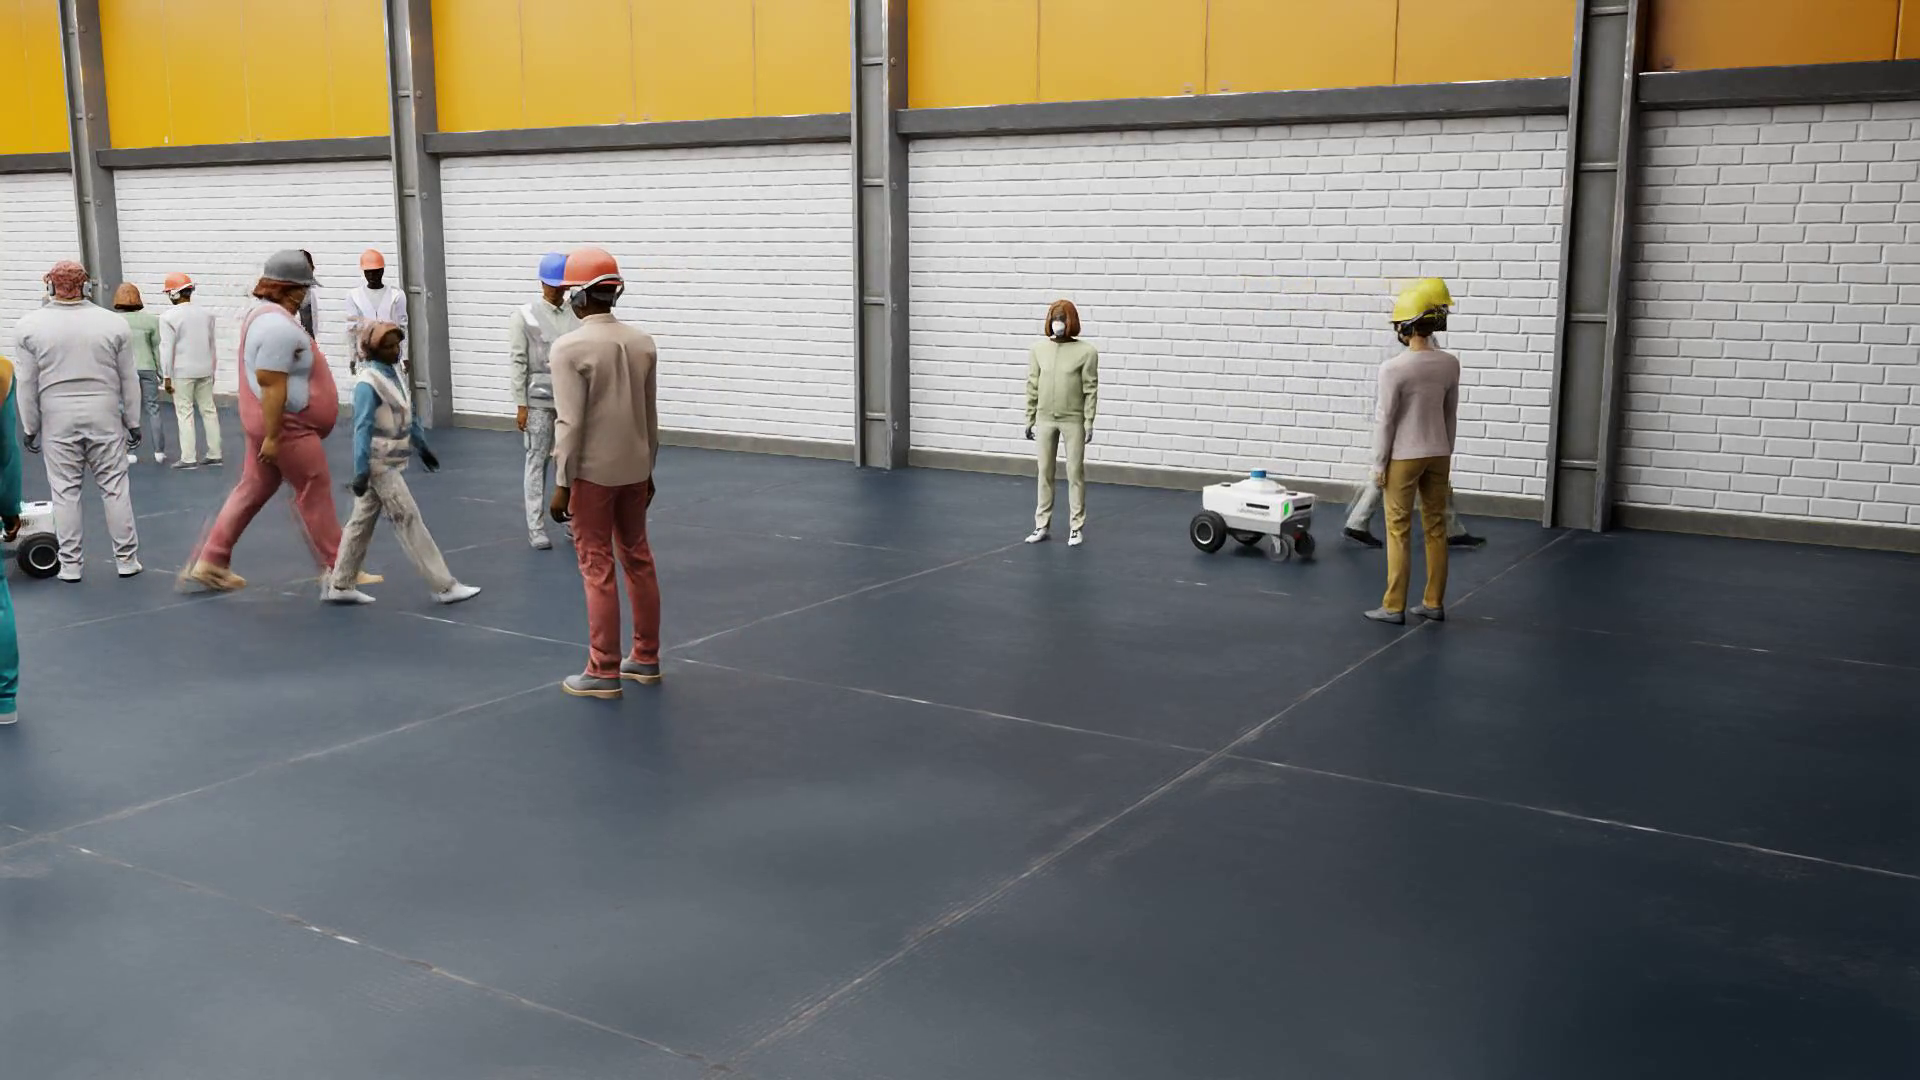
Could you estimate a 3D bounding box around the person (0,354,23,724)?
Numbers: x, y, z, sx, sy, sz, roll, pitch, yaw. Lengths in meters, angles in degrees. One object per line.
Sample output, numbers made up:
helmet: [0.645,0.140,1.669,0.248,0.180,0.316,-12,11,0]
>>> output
person: [-4.131,-0.145,6.811,0.394,1.913,0.592,7,12,33]

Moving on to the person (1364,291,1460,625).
person: [2.386,-0.427,8.790,0.526,1.761,0.339,-5,11,-24]

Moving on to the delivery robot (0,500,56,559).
delivery robot: [-5.803,-0.089,9.980,0.707,0.478,0.477,-6,12,-32]

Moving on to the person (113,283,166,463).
person: [-7.519,-1.517,15.163,0.498,1.633,0.282,-8,13,-36]

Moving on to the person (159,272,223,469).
person: [-6.871,-1.506,14.798,0.349,1.744,0.568,5,11,27]

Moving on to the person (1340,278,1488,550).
person: [2.957,-0.806,10.831,0.942,1.784,0.609,2,10,12]

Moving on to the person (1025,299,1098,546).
person: [0.668,-0.779,11.068,0.500,1.636,0.283,4,11,22]

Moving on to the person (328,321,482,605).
person: [-3.110,-0.406,9.115,0.851,1.582,0.589,-1,10,-7]

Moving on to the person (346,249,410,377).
person: [-5.429,-1.737,15.541,0.551,1.935,0.371,-3,11,-17]

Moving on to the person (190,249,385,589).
person: [-3.955,-0.709,9.559,1.021,2.000,0.709,-6,12,-30]

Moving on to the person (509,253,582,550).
person: [-2.656,-0.913,10.981,0.606,1.934,0.417,-8,13,-39]

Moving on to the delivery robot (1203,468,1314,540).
delivery robot: [1.919,-0.221,10.714,0.477,0.478,0.707,-10,14,-43]

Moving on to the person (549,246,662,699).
person: [-1.591,-0.297,7.404,0.397,1.992,0.623,6,12,31]

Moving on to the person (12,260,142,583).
person: [-5.226,-0.703,9.897,0.651,1.906,0.402,-6,12,-30]
